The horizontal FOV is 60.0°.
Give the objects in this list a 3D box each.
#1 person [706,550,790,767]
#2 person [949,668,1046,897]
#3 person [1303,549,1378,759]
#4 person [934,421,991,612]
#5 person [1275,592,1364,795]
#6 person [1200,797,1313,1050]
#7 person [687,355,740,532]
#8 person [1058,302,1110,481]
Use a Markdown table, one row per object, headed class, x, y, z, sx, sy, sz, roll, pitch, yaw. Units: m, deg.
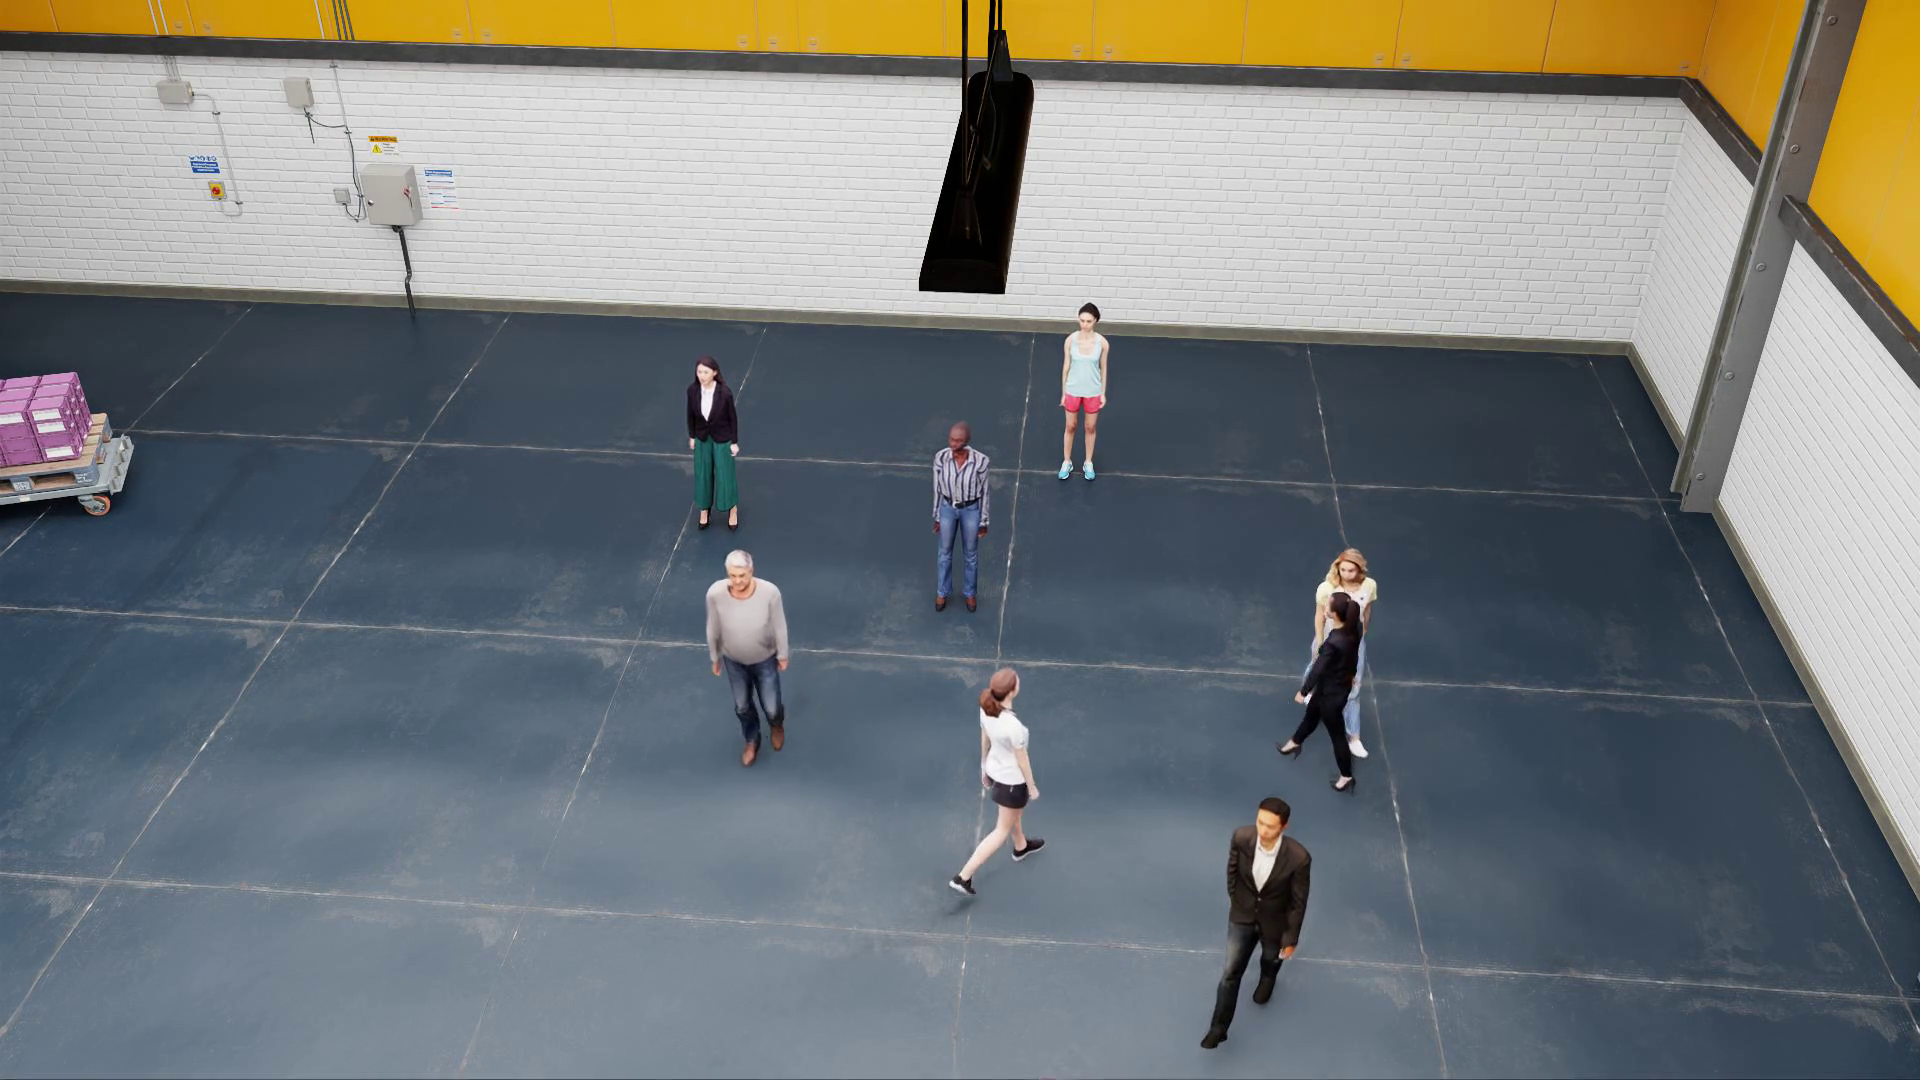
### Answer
| class | x | y | z | sx | sy | sz | roll | pitch | yaw |
| --- | --- | --- | --- | --- | --- | --- | --- | --- | --- |
| person | -1.511 | 0.791 | 12.108 | 0.742 | 1.897 | 0.715 | 4 | 34 | 7 |
| person | 0.249 | 1.627 | 11.007 | 1.067 | 1.724 | 1.078 | -21 | 39 | -28 |
| person | 2.774 | 0.732 | 12.414 | 0.826 | 1.658 | 1.202 | -6 | 34 | -9 |
| person | -0.001 | -0.204 | 13.698 | 0.610 | 1.794 | 0.527 | 4 | 34 | 6 |
| person | 2.723 | 1.129 | 11.796 | 0.955 | 1.678 | 0.971 | 21 | 39 | 29 |
| person | 1.879 | 2.219 | 10.082 | 0.970 | 1.761 | 1.218 | 16 | 37 | 23 |
| person | -2.182 | -0.857 | 14.731 | 0.629 | 1.738 | 0.513 | 4 | 34 | 6 |
| person | 1.150 | -1.375 | 15.486 | 0.570 | 1.764 | 0.560 | 4 | 34 | 6 |
